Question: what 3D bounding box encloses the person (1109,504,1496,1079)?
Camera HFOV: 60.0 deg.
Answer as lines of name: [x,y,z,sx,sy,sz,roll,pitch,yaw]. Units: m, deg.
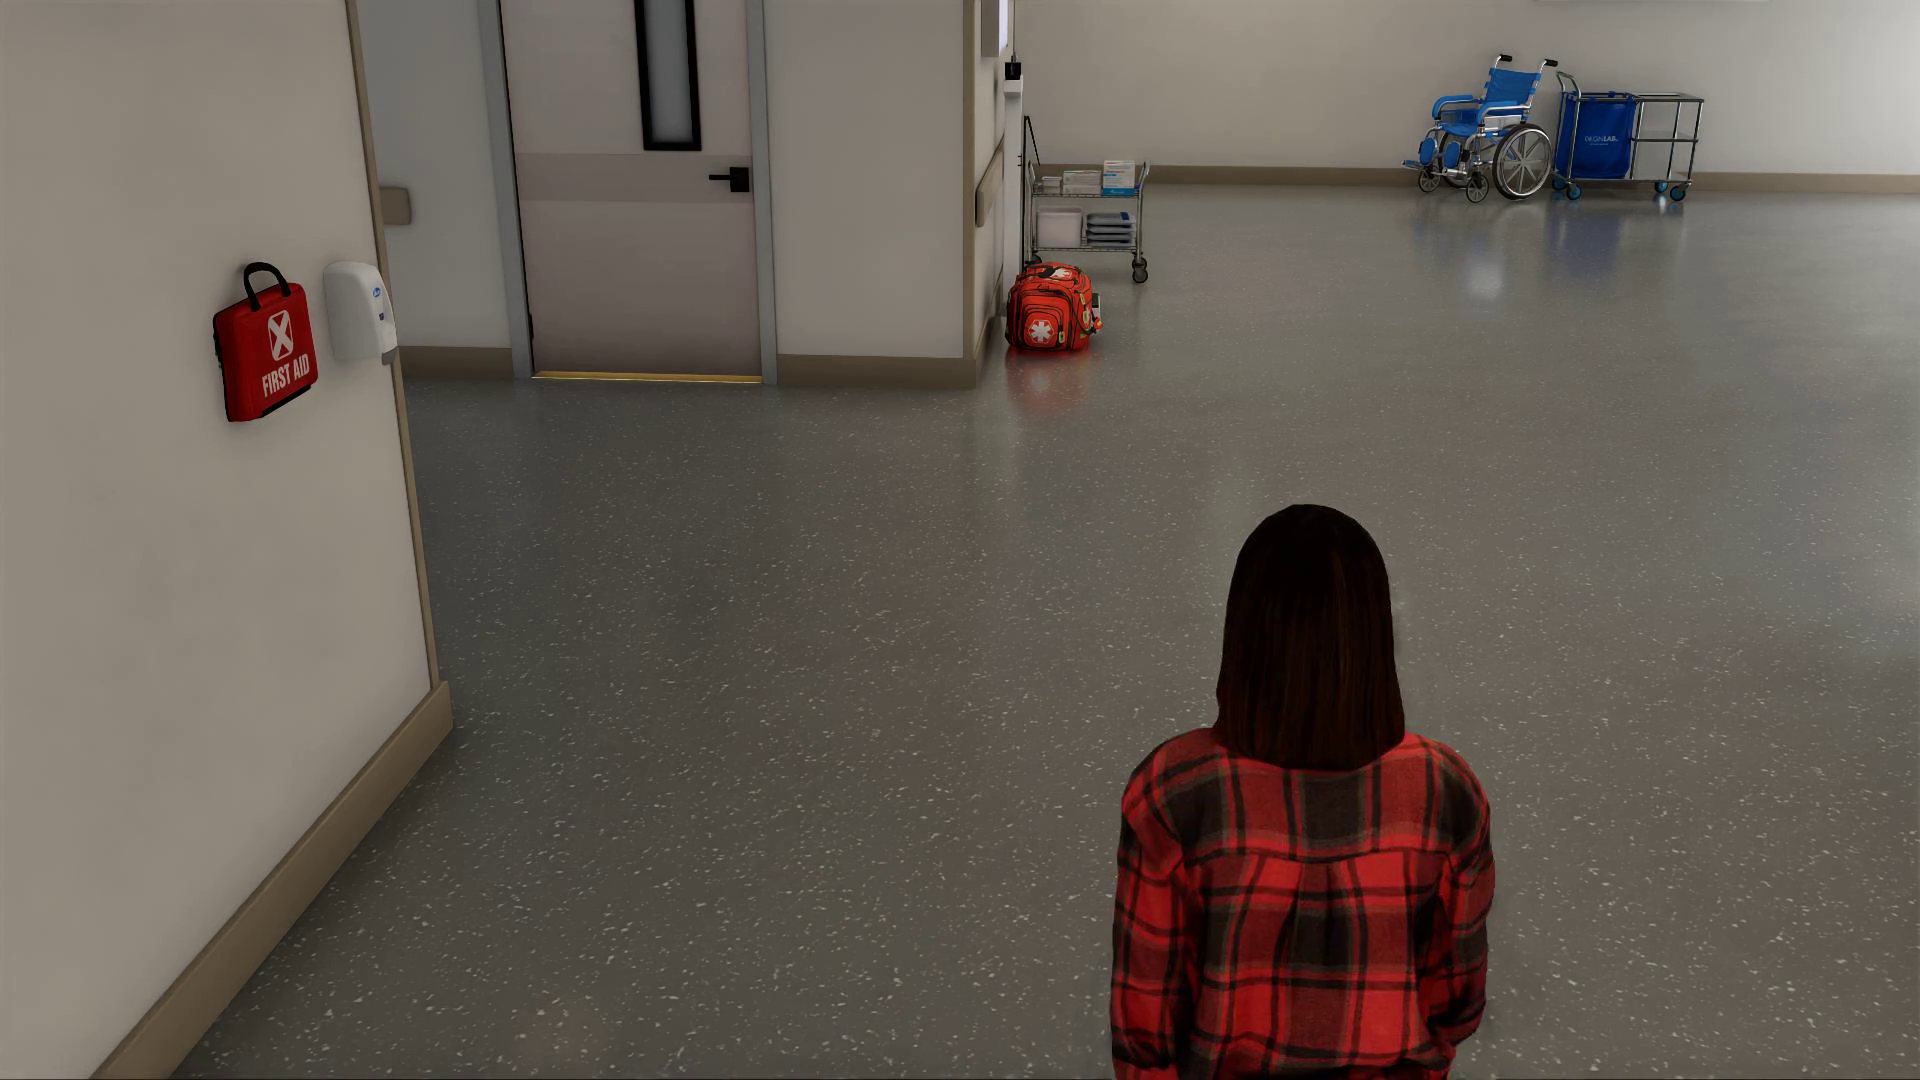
person: [0.413,0.812,2.060,0.659,1.676,0.895,4,21,10]
